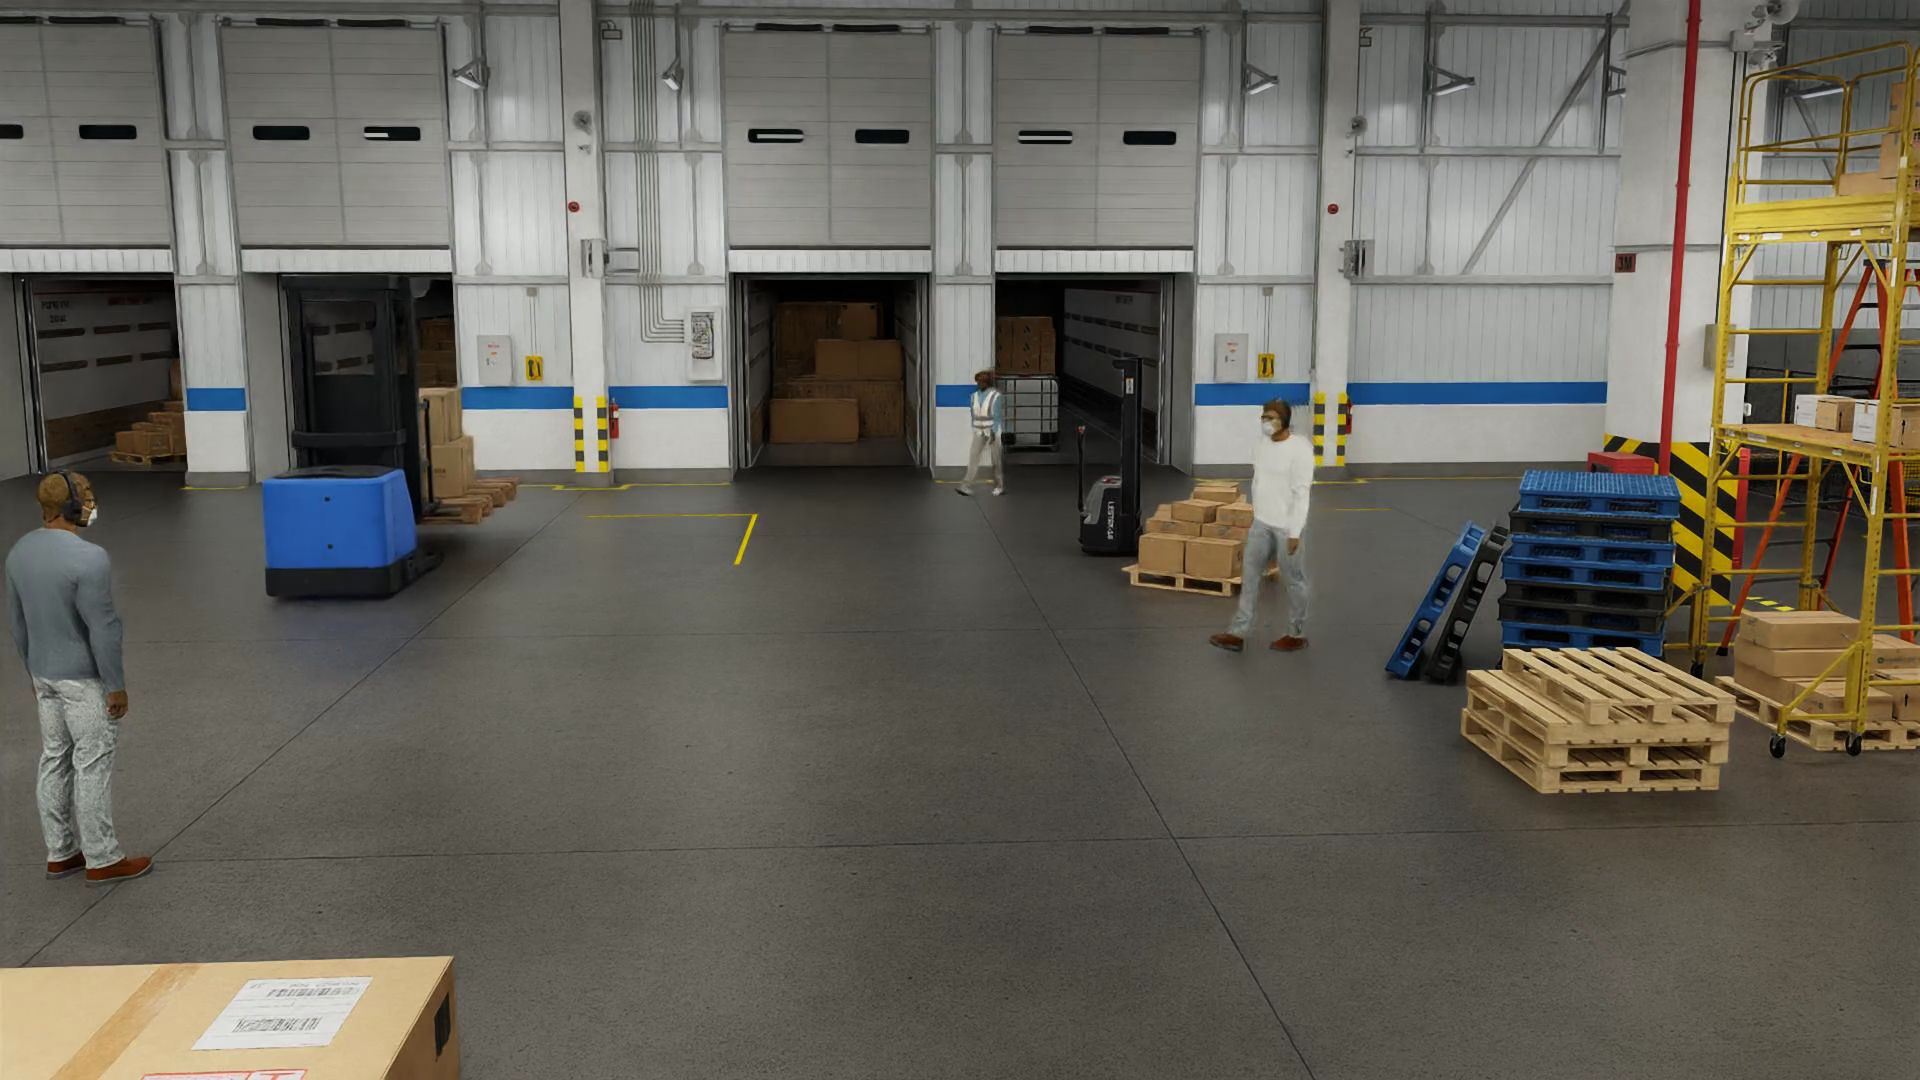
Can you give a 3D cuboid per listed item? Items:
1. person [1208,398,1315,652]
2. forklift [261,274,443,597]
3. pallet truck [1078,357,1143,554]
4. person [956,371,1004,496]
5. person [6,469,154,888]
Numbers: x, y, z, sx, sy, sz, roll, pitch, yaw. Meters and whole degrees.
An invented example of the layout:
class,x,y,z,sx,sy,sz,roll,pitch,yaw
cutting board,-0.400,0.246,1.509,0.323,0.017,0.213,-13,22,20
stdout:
class,x,y,z,sx,sy,sz,roll,pitch,yaw
person,2.248,-0.081,12.292,0.900,1.906,0.655,-6,11,-32
forklift,-5.507,-0.992,14.977,1.129,2.768,1.873,-1,9,-4
pallet truck,2.088,-0.836,16.757,1.885,1.965,0.823,2,9,13
person,0.286,-1.327,21.082,0.524,1.594,0.870,6,11,33
person,-4.086,0.638,7.690,0.637,1.938,0.357,5,10,26
